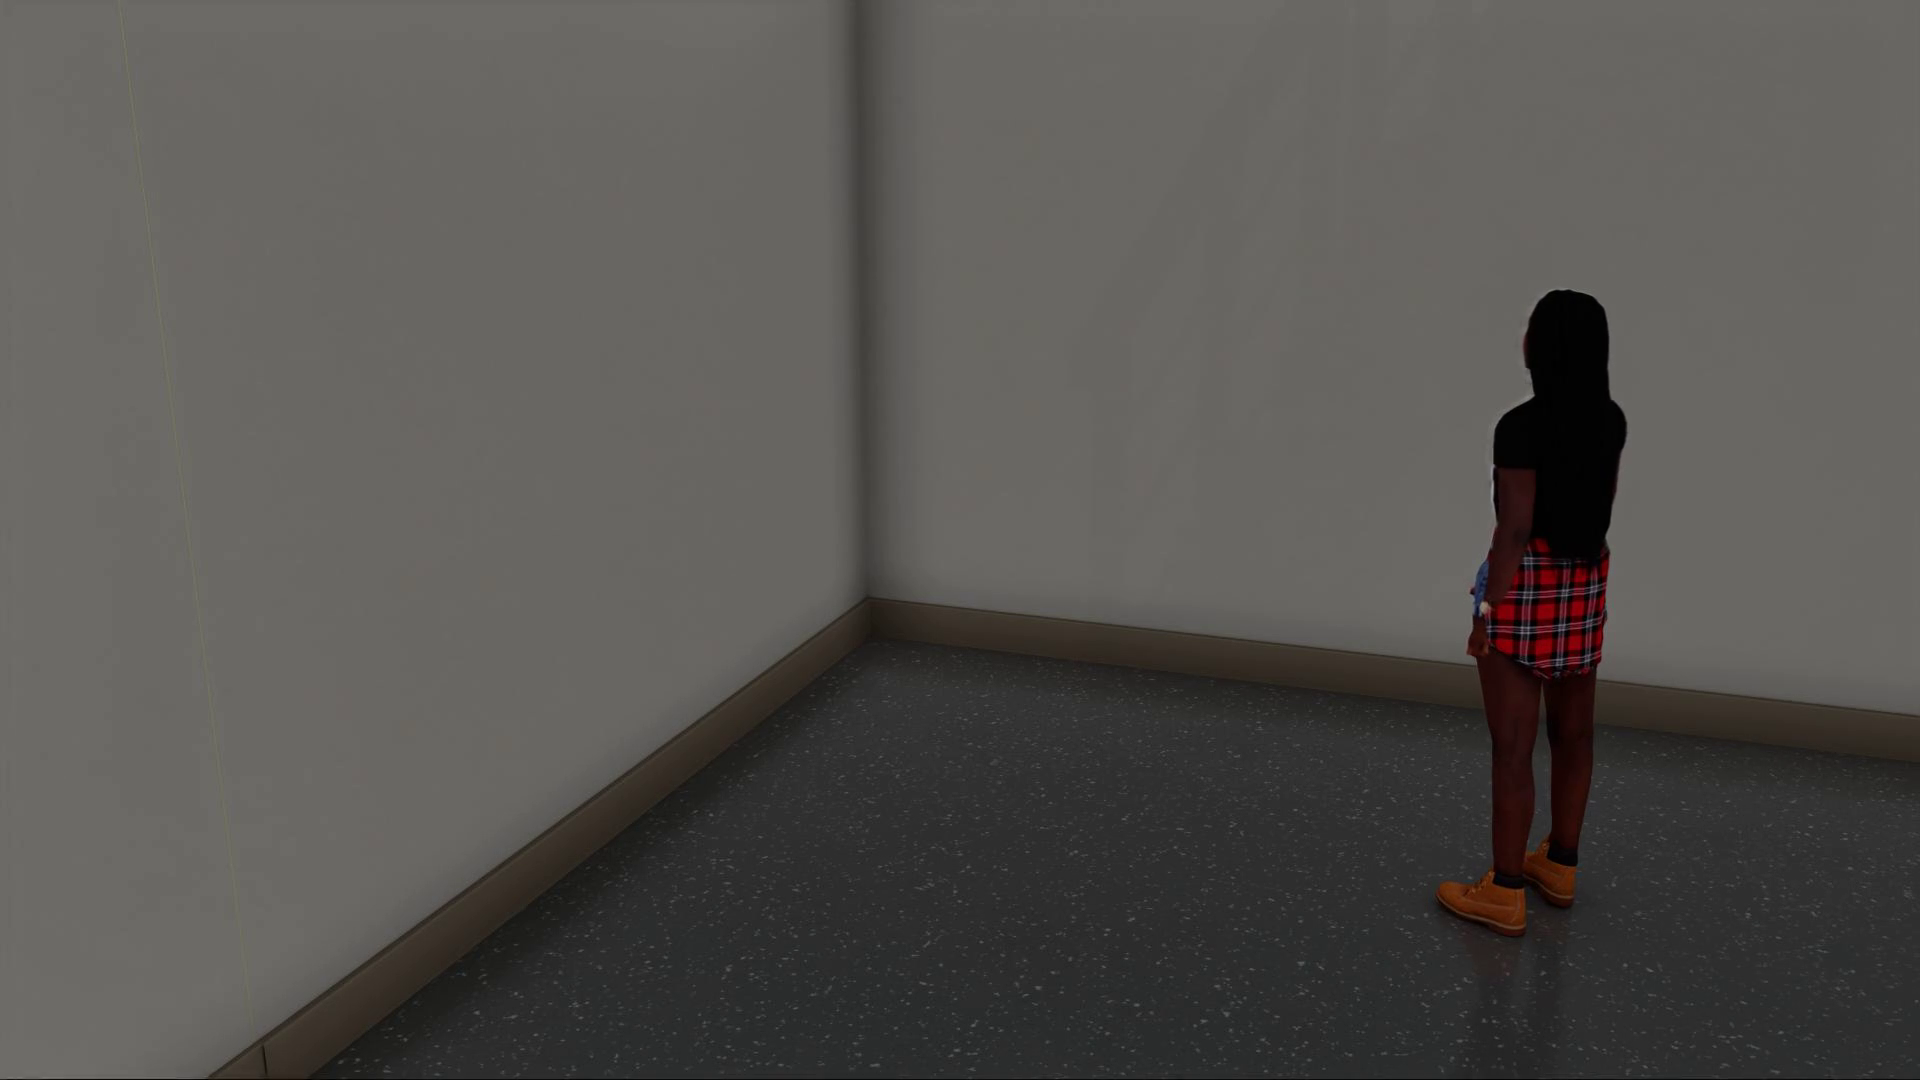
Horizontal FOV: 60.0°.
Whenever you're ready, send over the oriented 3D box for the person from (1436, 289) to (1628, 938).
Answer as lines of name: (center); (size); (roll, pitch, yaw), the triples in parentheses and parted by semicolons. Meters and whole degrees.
person: (1.553, 0.196, 4.429); (0.711, 1.728, 0.786); (-10, 18, -31)
